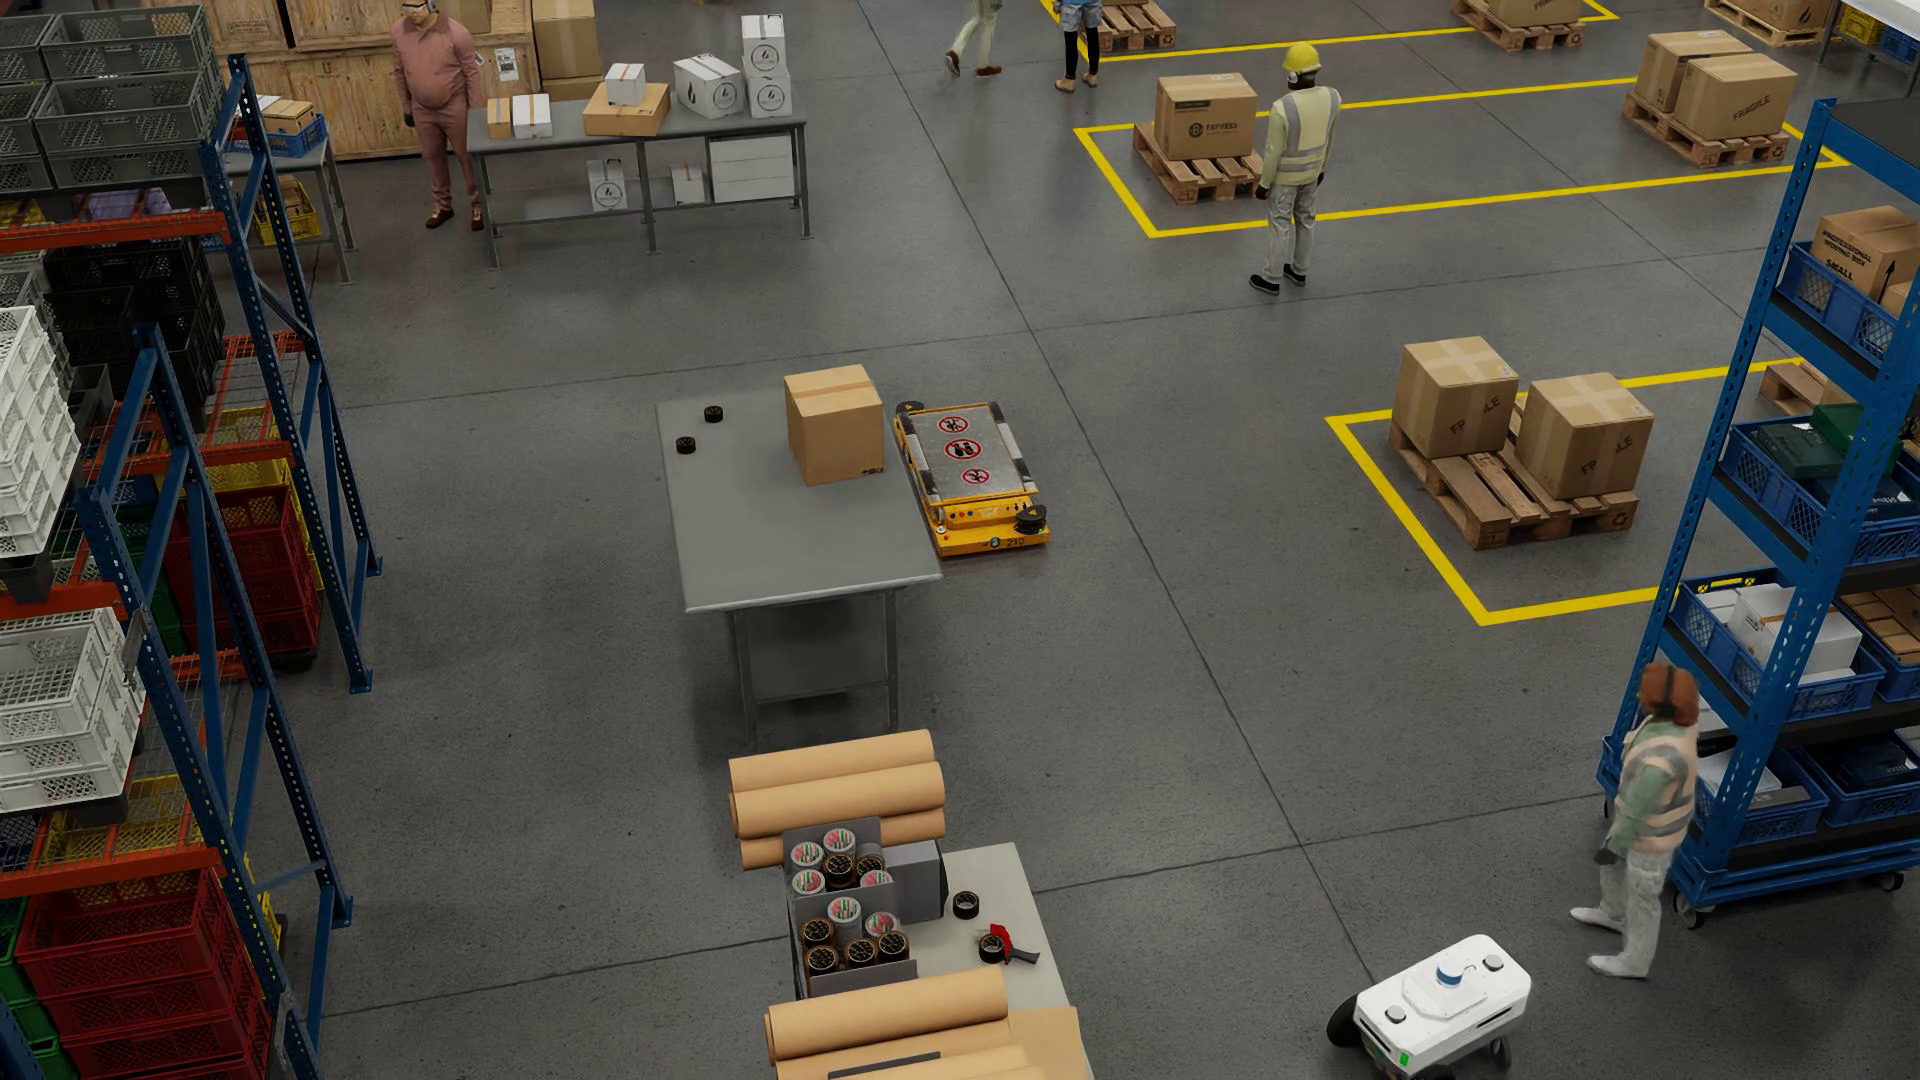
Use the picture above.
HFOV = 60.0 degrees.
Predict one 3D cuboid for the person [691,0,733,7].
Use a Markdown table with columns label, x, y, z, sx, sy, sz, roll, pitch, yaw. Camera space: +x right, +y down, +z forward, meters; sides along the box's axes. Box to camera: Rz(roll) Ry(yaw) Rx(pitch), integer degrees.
| label | x | y | z | sx | sy | sz | roll | pitch | yaw |
| --- | --- | --- | --- | --- | --- | --- | --- | --- | --- |
| person | -2.570 | -6.333 | 16.738 | 0.632 | 1.840 | 0.429 | -13 | 39 | -17 |

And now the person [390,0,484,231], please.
| label | x | y | z | sx | sy | sz | roll | pitch | yaw |
| --- | --- | --- | --- | --- | --- | --- | --- | --- | --- |
| person | -3.921 | -3.255 | 12.546 | 0.644 | 1.907 | 0.399 | 5 | 37 | 7 |

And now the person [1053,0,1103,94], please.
| label | x | y | z | sx | sy | sz | roll | pitch | yaw |
| --- | --- | --- | --- | --- | --- | --- | --- | --- | --- |
| person | 1.070 | -4.854 | 14.871 | 0.533 | 1.692 | 0.322 | -17 | 40 | -21 |

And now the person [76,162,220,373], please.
| label | x | y | z | sx | sy | sz | roll | pitch | yaw |
| --- | --- | --- | --- | --- | --- | --- | --- | --- | --- |
| person | -5.270 | -1.873 | 10.661 | 0.634 | 1.940 | 0.367 | 1 | 37 | 1 |

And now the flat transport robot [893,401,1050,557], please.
| label | x | y | z | sx | sy | sz | roll | pitch | yaw |
| --- | --- | --- | --- | --- | --- | --- | --- | --- | --- |
| flat transport robot | 0.046 | -0.430 | 10.108 | 0.652 | 0.197 | 1.431 | -8 | 37 | -10 |

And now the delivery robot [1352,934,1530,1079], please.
| label | x | y | z | sx | sy | sz | roll | pitch | yaw |
| --- | --- | --- | --- | --- | --- | --- | --- | --- | --- |
| delivery robot | 1.939 | 1.873 | 6.702 | 0.707 | 0.478 | 0.477 | -19 | 41 | -23 |

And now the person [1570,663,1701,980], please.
| label | x | y | z | sx | sy | sz | roll | pitch | yaw |
| --- | --- | --- | --- | --- | --- | --- | --- | --- | --- |
| person | 2.822 | 1.163 | 6.842 | 0.361 | 1.622 | 0.532 | 15 | 39 | 19 |

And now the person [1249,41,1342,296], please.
| label | x | y | z | sx | sy | sz | roll | pitch | yaw |
| --- | --- | --- | --- | --- | --- | --- | --- | --- | --- |
| person | 2.345 | -2.611 | 11.744 | 0.588 | 1.830 | 0.403 | -19 | 41 | -23 |

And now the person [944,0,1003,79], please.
| label | x | y | z | sx | sy | sz | roll | pitch | yaw |
| --- | --- | --- | --- | --- | --- | --- | --- | --- | --- |
| person | 0.166 | -5.023 | 14.979 | 0.570 | 1.833 | 0.580 | -28 | 45 | -32 |
